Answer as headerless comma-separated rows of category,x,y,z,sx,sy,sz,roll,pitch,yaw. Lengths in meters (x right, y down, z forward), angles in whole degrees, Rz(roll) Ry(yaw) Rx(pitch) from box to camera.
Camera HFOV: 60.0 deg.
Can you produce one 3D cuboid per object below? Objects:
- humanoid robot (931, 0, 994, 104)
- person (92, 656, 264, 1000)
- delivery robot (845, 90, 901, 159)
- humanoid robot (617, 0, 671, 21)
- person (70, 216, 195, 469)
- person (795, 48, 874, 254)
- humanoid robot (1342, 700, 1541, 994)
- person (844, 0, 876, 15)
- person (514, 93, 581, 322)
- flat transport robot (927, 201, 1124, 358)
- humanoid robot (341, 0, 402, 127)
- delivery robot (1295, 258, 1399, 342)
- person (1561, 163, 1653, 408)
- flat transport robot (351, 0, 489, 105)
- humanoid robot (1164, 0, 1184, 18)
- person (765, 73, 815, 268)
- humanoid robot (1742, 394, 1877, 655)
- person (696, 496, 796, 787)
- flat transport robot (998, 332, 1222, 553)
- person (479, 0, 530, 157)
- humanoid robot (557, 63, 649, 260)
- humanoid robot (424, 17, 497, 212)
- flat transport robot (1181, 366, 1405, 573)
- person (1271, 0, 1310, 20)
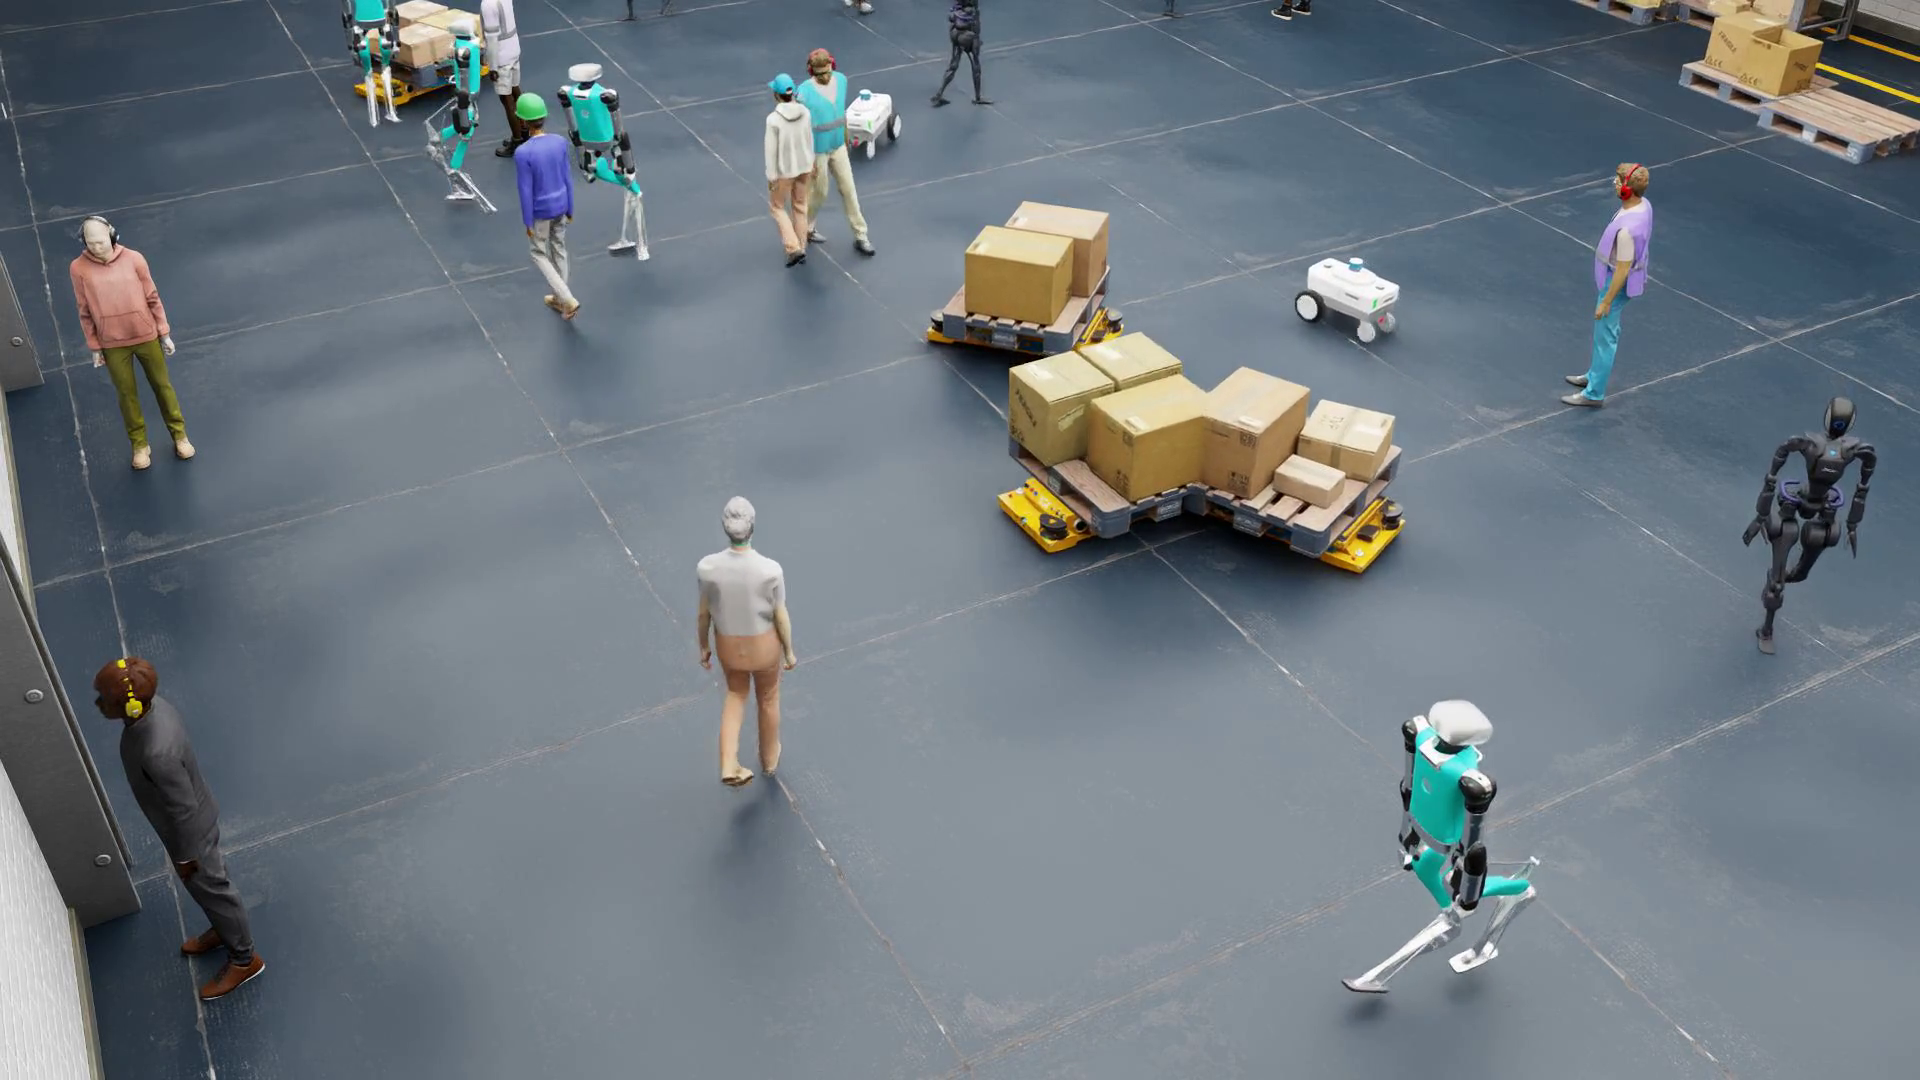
humanoid robot,0.039,-5.257,17.036,0.662,1.648,0.620,-7,36,-9
person,-3.521,1.281,7.488,0.356,1.877,0.493,-21,40,-27
delivery robot,-0.915,-4.126,16.364,0.499,0.602,0.795,9,36,13
humanoid robot,-3.745,-6.875,19.330,0.651,1.632,0.595,-4,35,-5
person,-5.638,-1.362,11.299,0.524,1.832,0.371,-16,38,-21
person,-1.116,-3.315,14.121,0.791,1.792,0.643,27,43,33
humanoid robot,2.266,1.394,7.447,1.032,1.737,0.558,-13,37,-18
person,-1.210,-7.137,19.503,0.611,1.876,0.923,-16,38,-22
person,-3.212,-2.579,13.017,0.585,1.857,0.472,29,44,34
flat transport robot,0.523,-1.688,13.126,1.431,0.231,0.659,11,37,16
humanoid robot,-5.844,-5.003,16.593,0.561,1.783,0.772,-12,37,-17
delivery robot,3.109,-1.959,13.268,0.499,0.600,0.802,-27,43,-33
person,4.695,-1.805,11.923,0.397,1.840,0.563,16,38,21
flat transport robot,-5.722,-5.016,17.877,0.659,0.231,1.431,24,41,30
humanoid robot,2.534,-6.963,19.427,0.404,1.643,0.596,23,41,30
person,-1.409,-3.068,13.881,0.491,1.665,0.433,-22,41,-28
humanoid robot,4.962,-0.155,9.762,0.615,1.649,0.742,8,36,12
person,-1.115,0.580,8.613,0.490,1.729,0.498,4,35,6
flat transport robot,1.031,-0.340,11.201,1.431,0.231,0.659,-18,39,-24
person,-4.397,-4.626,15.876,0.384,1.930,0.542,3,35,4
humanoid robot,-2.910,-3.230,14.011,0.548,1.741,0.774,11,36,15
humanoid robot,-4.557,-3.742,14.806,0.785,1.798,0.544,-2,35,-3
flat transport robot,2.158,-0.236,11.052,1.431,0.231,0.659,23,41,29
person,3.954,-7.067,19.339,0.604,1.958,0.369,-21,40,-27
